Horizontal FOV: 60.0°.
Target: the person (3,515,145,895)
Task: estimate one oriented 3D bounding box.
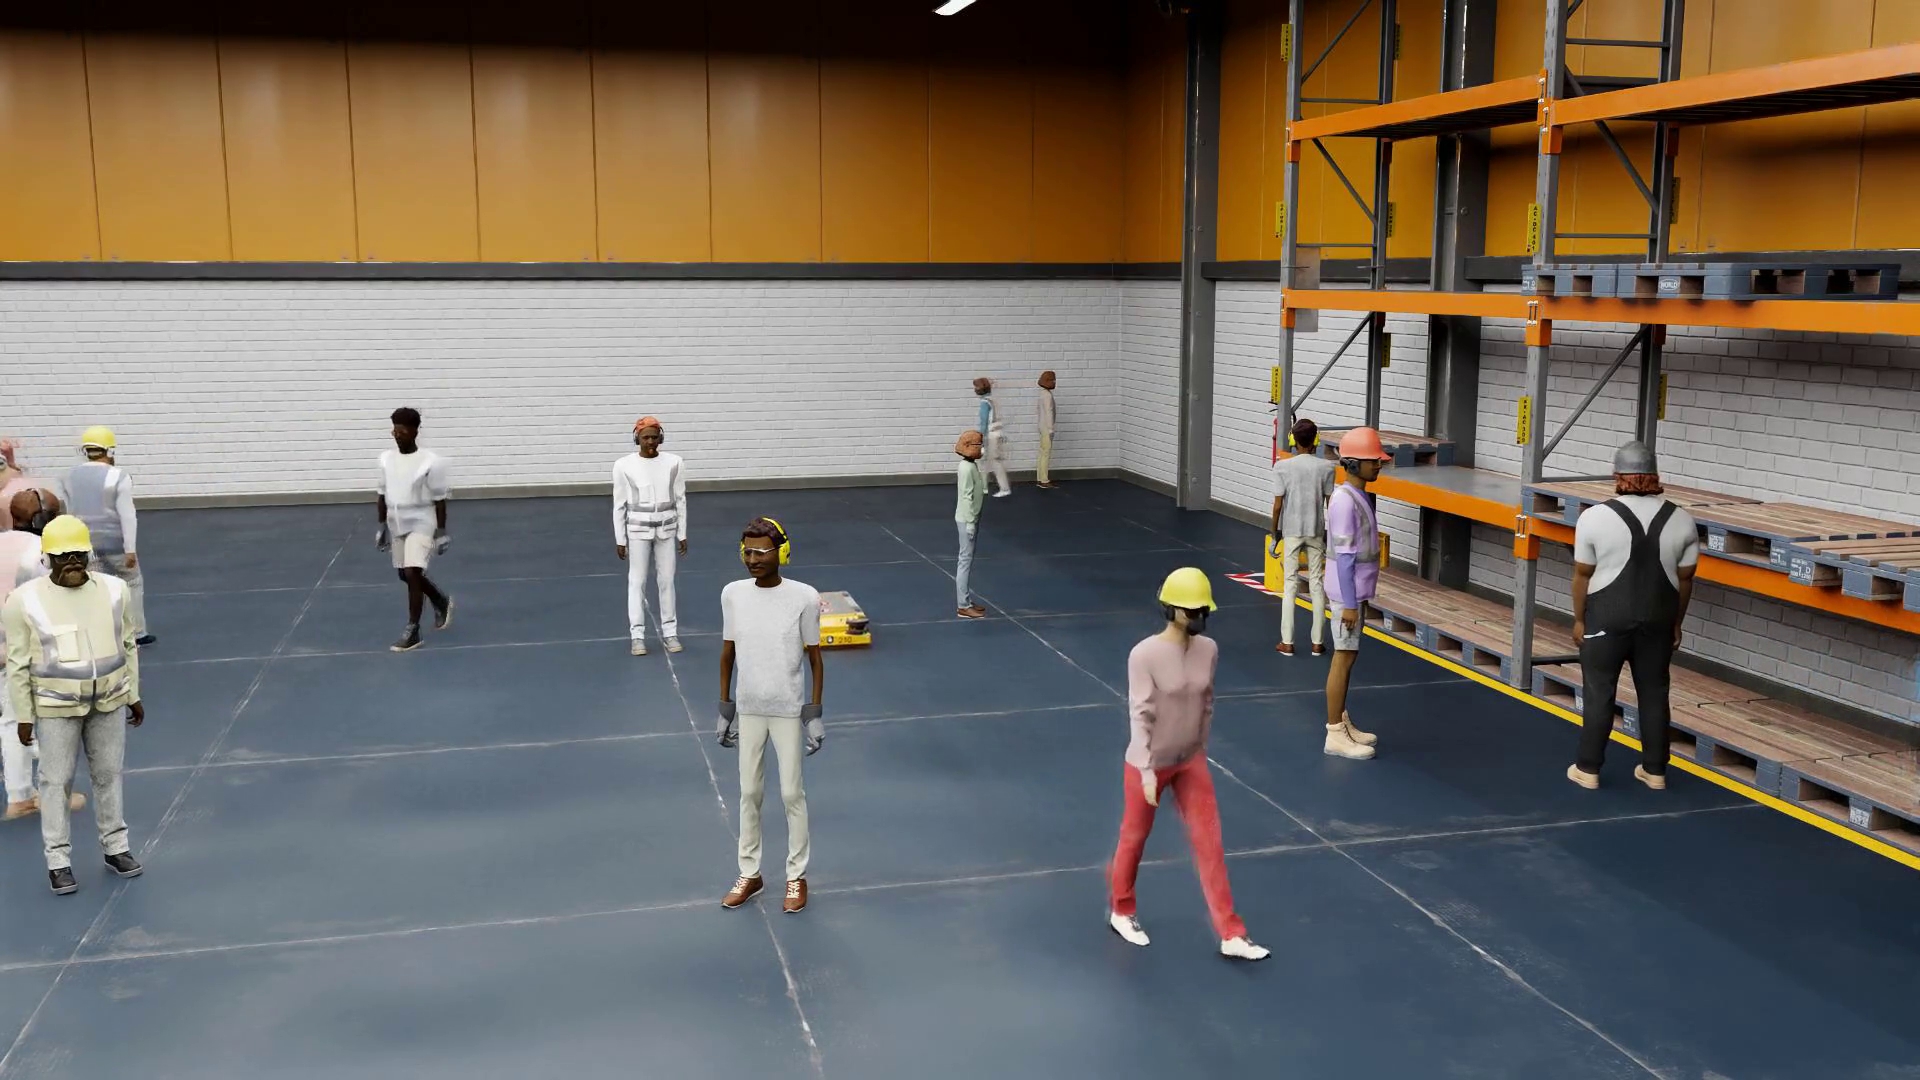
[{"bbox_3d":[-4.278,0.782,8.087,0.404,1.830,0.602,8,12,41],"label":"person"}]

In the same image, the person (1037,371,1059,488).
[{"bbox_3d":[1.219,-1.541,23.205,0.269,1.632,0.509,-2,9,-10],"label":"person"}]

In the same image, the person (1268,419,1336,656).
[{"bbox_3d":[2.672,-0.020,12.998,0.517,1.865,0.328,1,9,4],"label":"person"}]

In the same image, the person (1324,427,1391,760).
[{"bbox_3d":[2.449,0.320,10.317,0.370,2.044,0.608,3,10,18],"label":"person"}]

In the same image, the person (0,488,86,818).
[{"bbox_3d":[-5.063,0.624,9.118,0.666,1.822,0.471,4,10,23],"label":"person"}]

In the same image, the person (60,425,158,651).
[{"bbox_3d":[-6.631,0.002,13.020,0.619,1.808,0.693,1,9,5],"label":"person"}]

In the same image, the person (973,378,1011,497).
[{"bbox_3d":[0.381,-1.357,22.129,0.668,1.602,0.531,0,9,1],"label":"person"}]

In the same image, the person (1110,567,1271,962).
[{"bbox_3d":[0.959,0.983,7.176,0.546,1.729,0.875,-6,11,-32],"label":"person"}]

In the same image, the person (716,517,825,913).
[{"bbox_3d":[-0.893,0.813,7.784,0.533,1.869,0.311,2,9,13],"label":"person"}]

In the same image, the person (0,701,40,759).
[{"bbox_3d":[-6.056,0.530,10.107,0.926,1.694,0.500,1,9,9],"label":"person"}]

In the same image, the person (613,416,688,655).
[{"bbox_3d":[-2.426,-0.036,13.055,0.574,1.882,0.338,-4,10,-25],"label":"person"}]

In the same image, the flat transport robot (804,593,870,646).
[{"bbox_3d":[-1.178,0.637,13.851,0.652,0.197,1.431,-2,9,-12],"label":"flat transport robot"}]

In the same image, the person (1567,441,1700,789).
[{"bbox_3d":[3.873,0.424,9.673,0.683,2.000,0.536,0,9,3],"label":"person"}]

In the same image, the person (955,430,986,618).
[{"bbox_3d":[0.095,-0.146,14.501,0.282,1.633,0.498,0,9,3],"label":"person"}]

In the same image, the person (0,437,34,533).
[{"bbox_3d":[-6.452,0.238,11.311,0.424,1.895,0.660,-5,10,-28],"label":"person"}]

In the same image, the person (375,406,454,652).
[{"bbox_3d":[-4.369,-0.127,13.431,0.595,1.942,0.864,4,10,21],"label":"person"}]
